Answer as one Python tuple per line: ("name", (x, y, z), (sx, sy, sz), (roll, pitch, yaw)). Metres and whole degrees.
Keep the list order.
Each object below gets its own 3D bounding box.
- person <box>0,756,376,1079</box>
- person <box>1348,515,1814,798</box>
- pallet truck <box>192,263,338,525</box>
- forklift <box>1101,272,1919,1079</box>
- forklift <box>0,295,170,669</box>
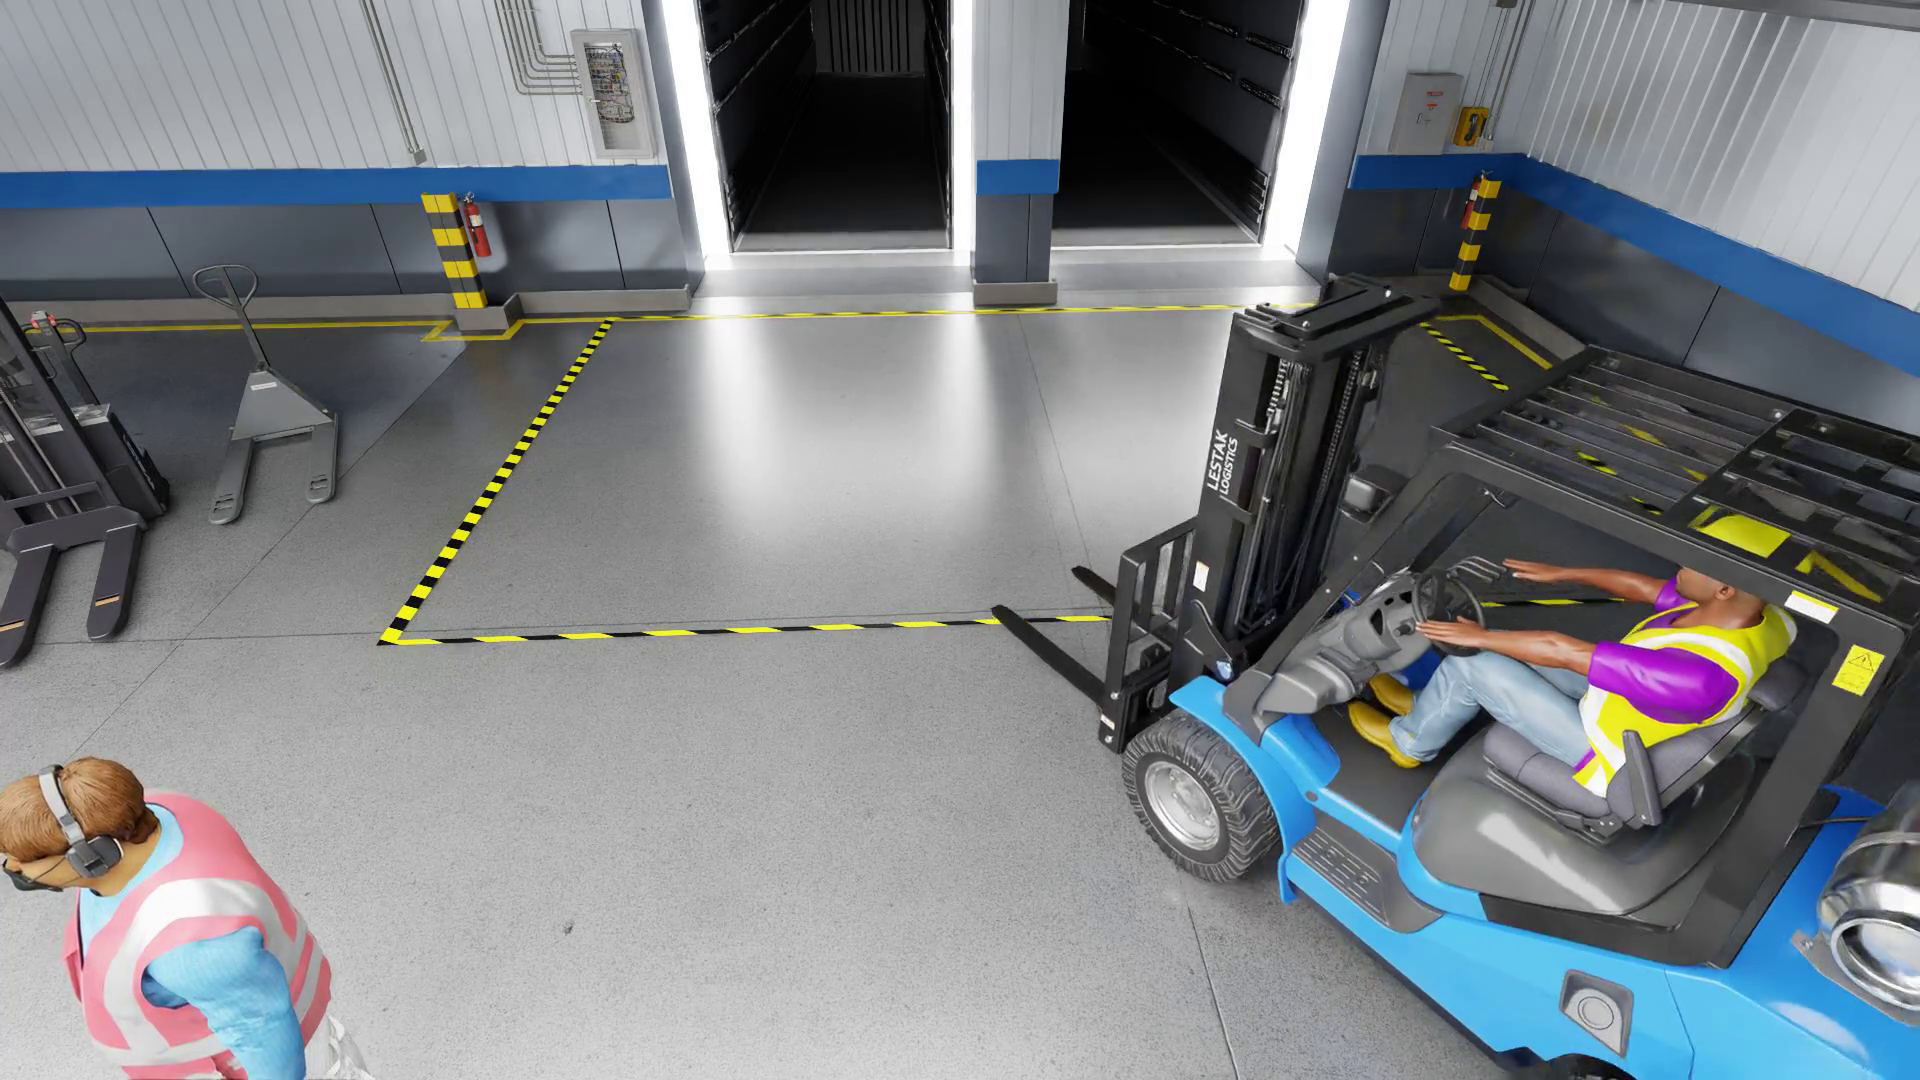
("person", (-1.842, 1.234, 2.352), (0.620, 1.844, 0.429), (27, 43, 33))
("person", (1.833, 0.329, 2.879), (0.635, 1.294, 1.004), (-23, 41, -30))
("pallet truck", (-4.778, -1.027, 6.128), (0.680, 1.201, 1.601), (-17, 38, -23))
("forklift", (1.863, 0.512, 2.944), (1.157, 2.036, 2.680), (-23, 41, -30))
("forklift", (-5.212, -0.618, 4.878), (0.823, 1.965, 1.885), (-20, 39, -26))
